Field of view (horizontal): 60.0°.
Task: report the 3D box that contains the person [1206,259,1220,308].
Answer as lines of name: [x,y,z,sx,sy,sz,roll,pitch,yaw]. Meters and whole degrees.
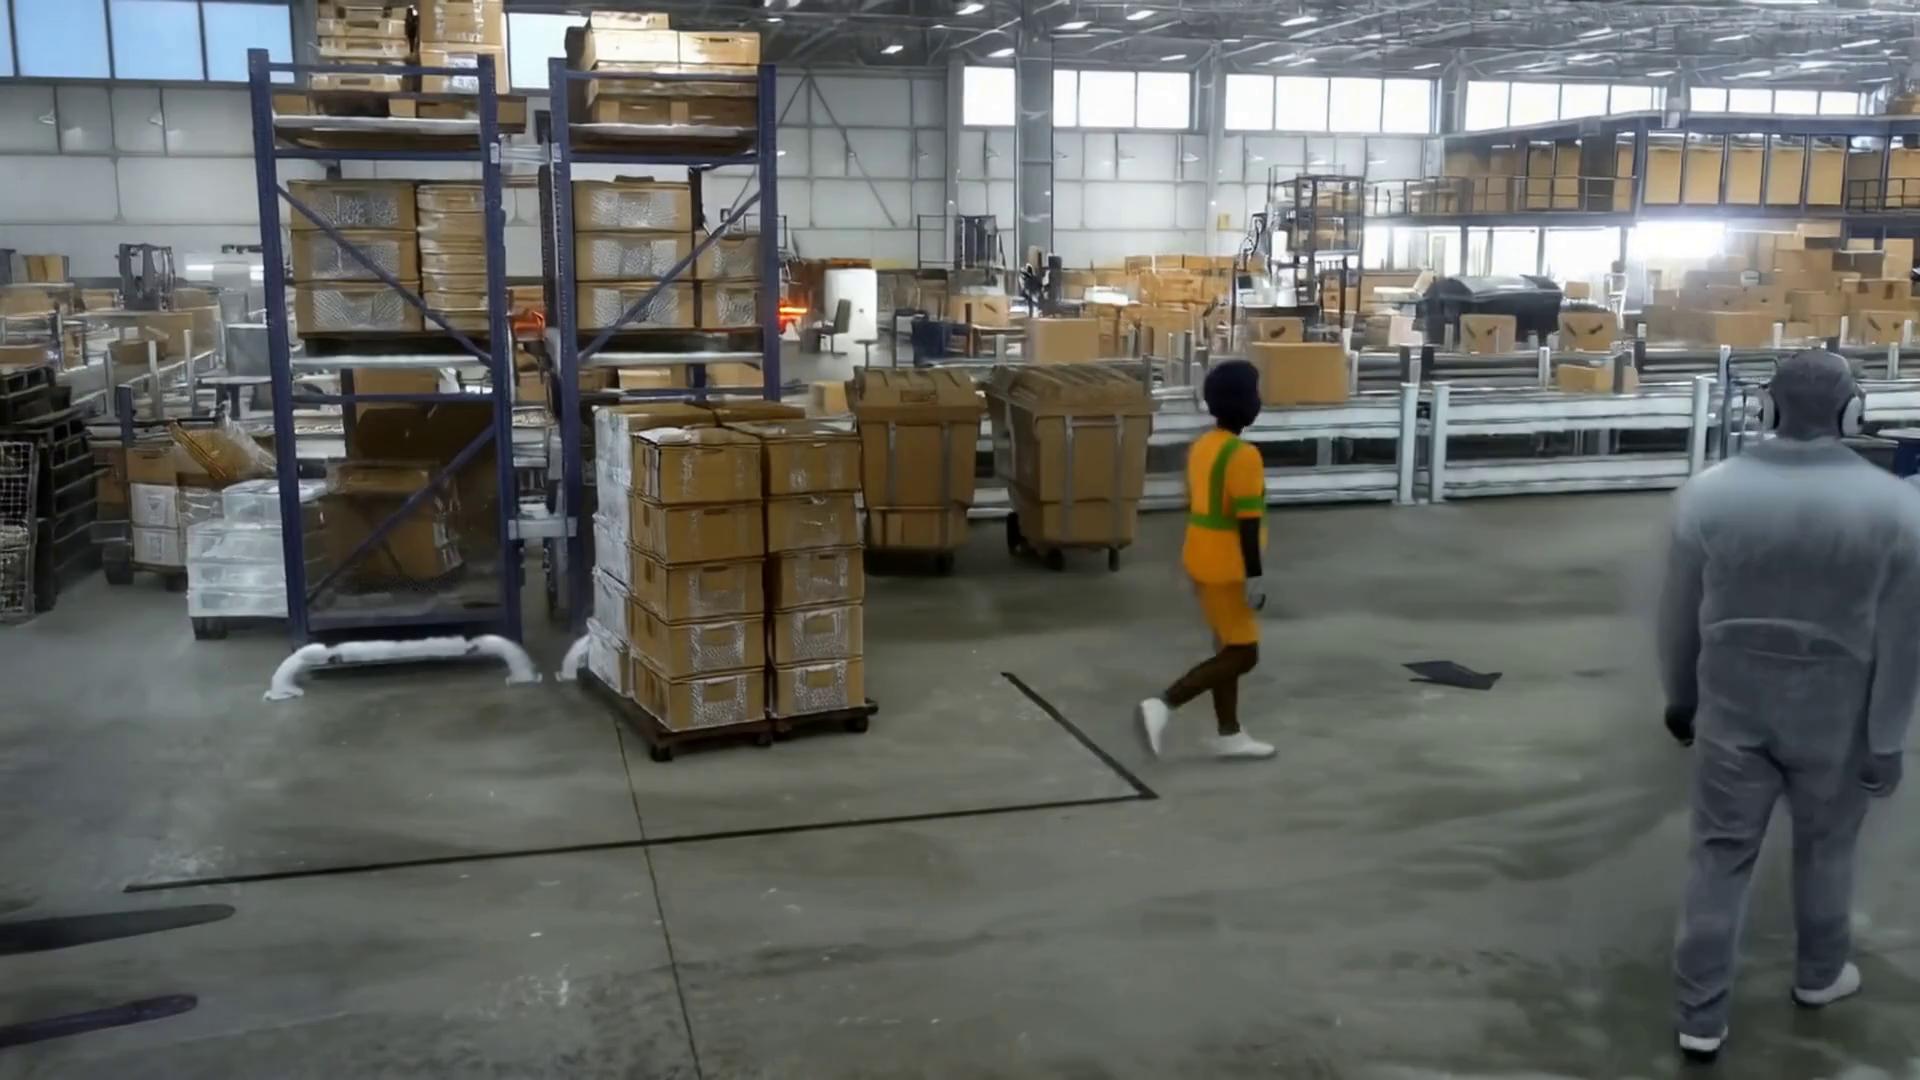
person: [5.330,-4.998,35.165,0.334,1.859,0.534,0,10,-3]

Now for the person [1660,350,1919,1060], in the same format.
person: [2.190,0.427,4.431,0.653,1.865,0.901,8,13,38]

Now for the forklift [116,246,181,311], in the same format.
forklift: [-19.966,-6.232,40.894,1.157,1.987,2.680,-3,10,-15]

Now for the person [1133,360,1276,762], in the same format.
person: [1.011,0.112,6.692,0.594,1.681,0.543,-2,10,-10]

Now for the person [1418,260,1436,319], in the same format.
person: [12.708,-6.731,45.222,0.533,1.767,0.324,9,13,41]

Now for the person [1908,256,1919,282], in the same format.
person: [24.423,-6.297,42.313,0.594,1.922,0.375,4,11,20]

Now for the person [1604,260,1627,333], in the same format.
person: [13.967,-5.050,35.550,0.583,1.837,0.999,-2,10,-12]

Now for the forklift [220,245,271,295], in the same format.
forklift: [-17.749,-6.334,41.440,1.157,1.987,2.680,-3,10,-17]

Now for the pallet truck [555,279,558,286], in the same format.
pallet truck: [-10.604,-6.375,44.520,0.653,1.274,1.630,-3,10,-15]
